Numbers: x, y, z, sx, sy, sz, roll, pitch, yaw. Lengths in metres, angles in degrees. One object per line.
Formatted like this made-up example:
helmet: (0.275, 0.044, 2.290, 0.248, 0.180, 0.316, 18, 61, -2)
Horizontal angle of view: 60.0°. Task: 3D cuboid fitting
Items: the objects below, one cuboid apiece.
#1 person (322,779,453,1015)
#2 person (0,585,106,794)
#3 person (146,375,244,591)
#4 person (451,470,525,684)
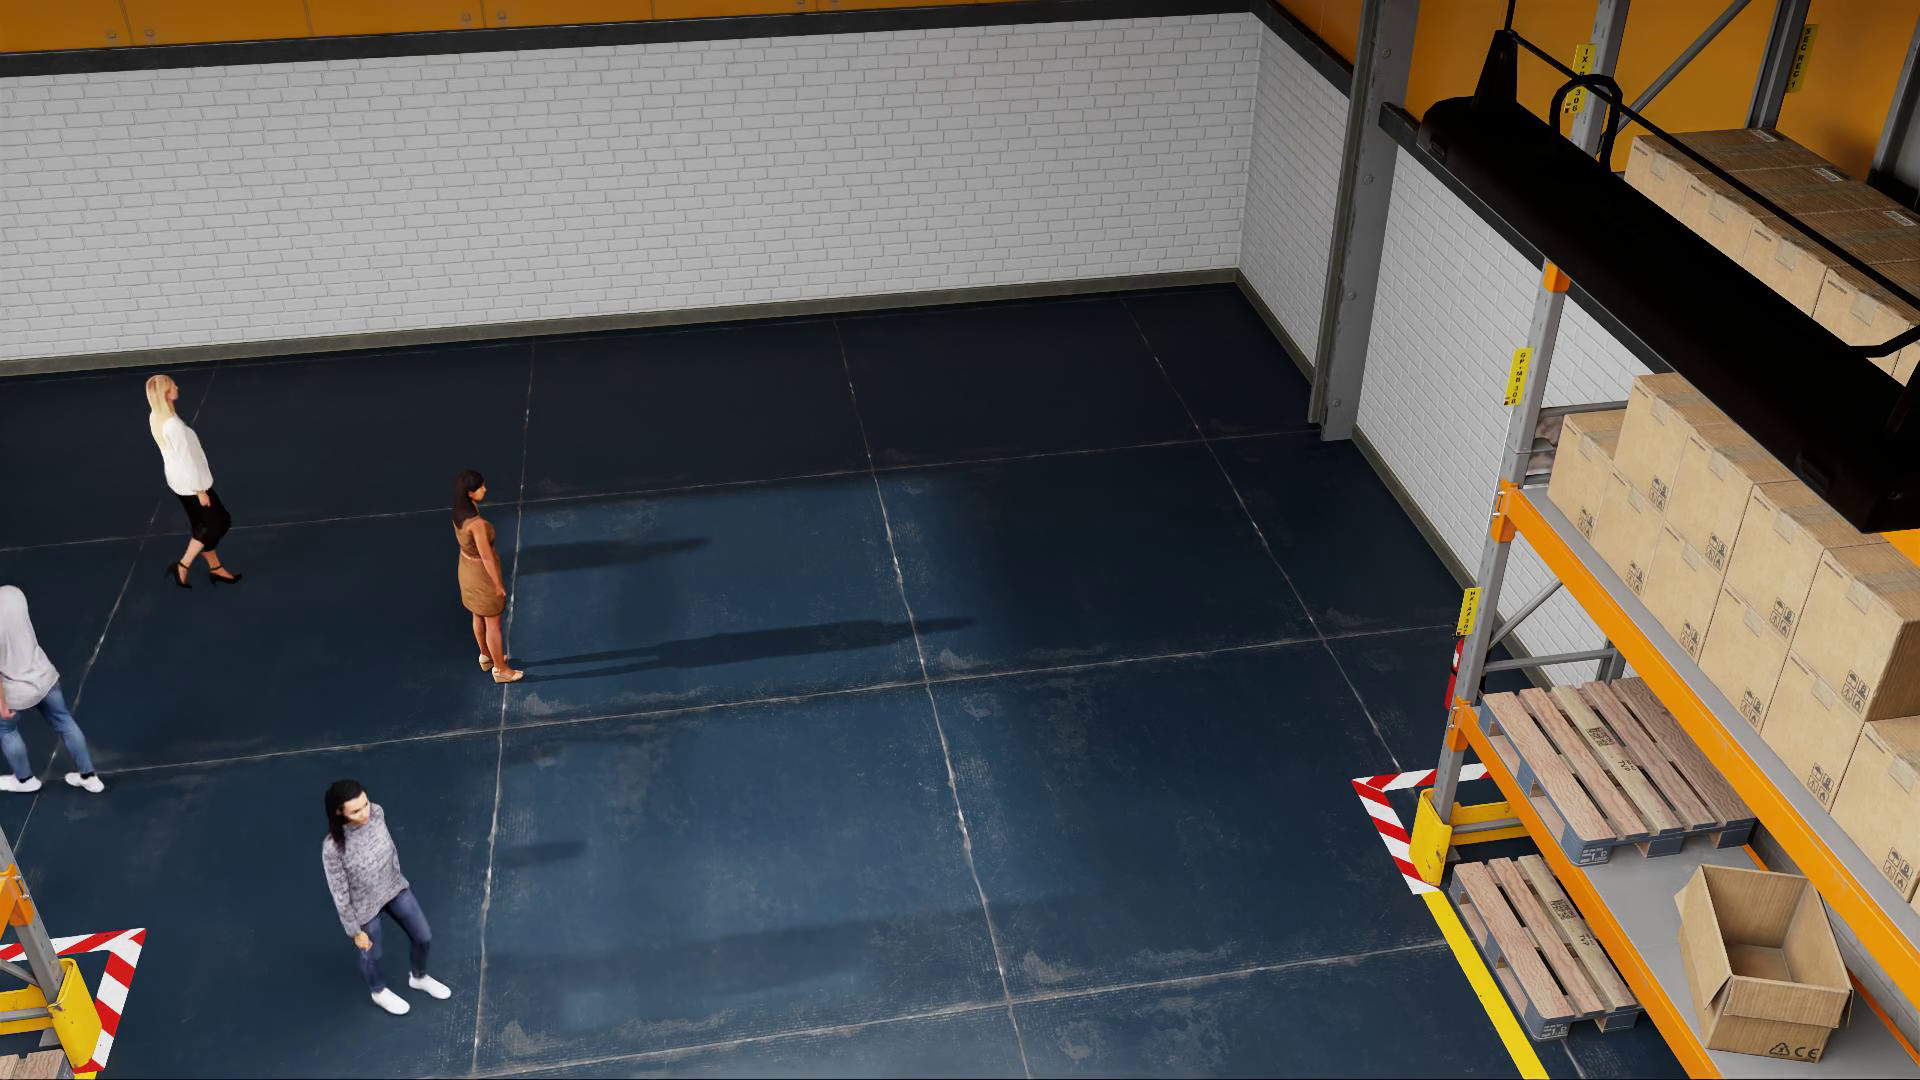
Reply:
person: (-3.281, 1.936, 9.092, 0.831, 1.717, 0.765, 18, 38, 25)
person: (-5.857, 0.897, 10.525, 0.974, 1.860, 0.991, 9, 35, 13)
person: (-5.822, -0.359, 12.425, 0.915, 1.849, 0.875, -28, 43, -35)
person: (-3.353, 0.259, 11.644, 0.699, 1.684, 0.585, -22, 39, -29)
